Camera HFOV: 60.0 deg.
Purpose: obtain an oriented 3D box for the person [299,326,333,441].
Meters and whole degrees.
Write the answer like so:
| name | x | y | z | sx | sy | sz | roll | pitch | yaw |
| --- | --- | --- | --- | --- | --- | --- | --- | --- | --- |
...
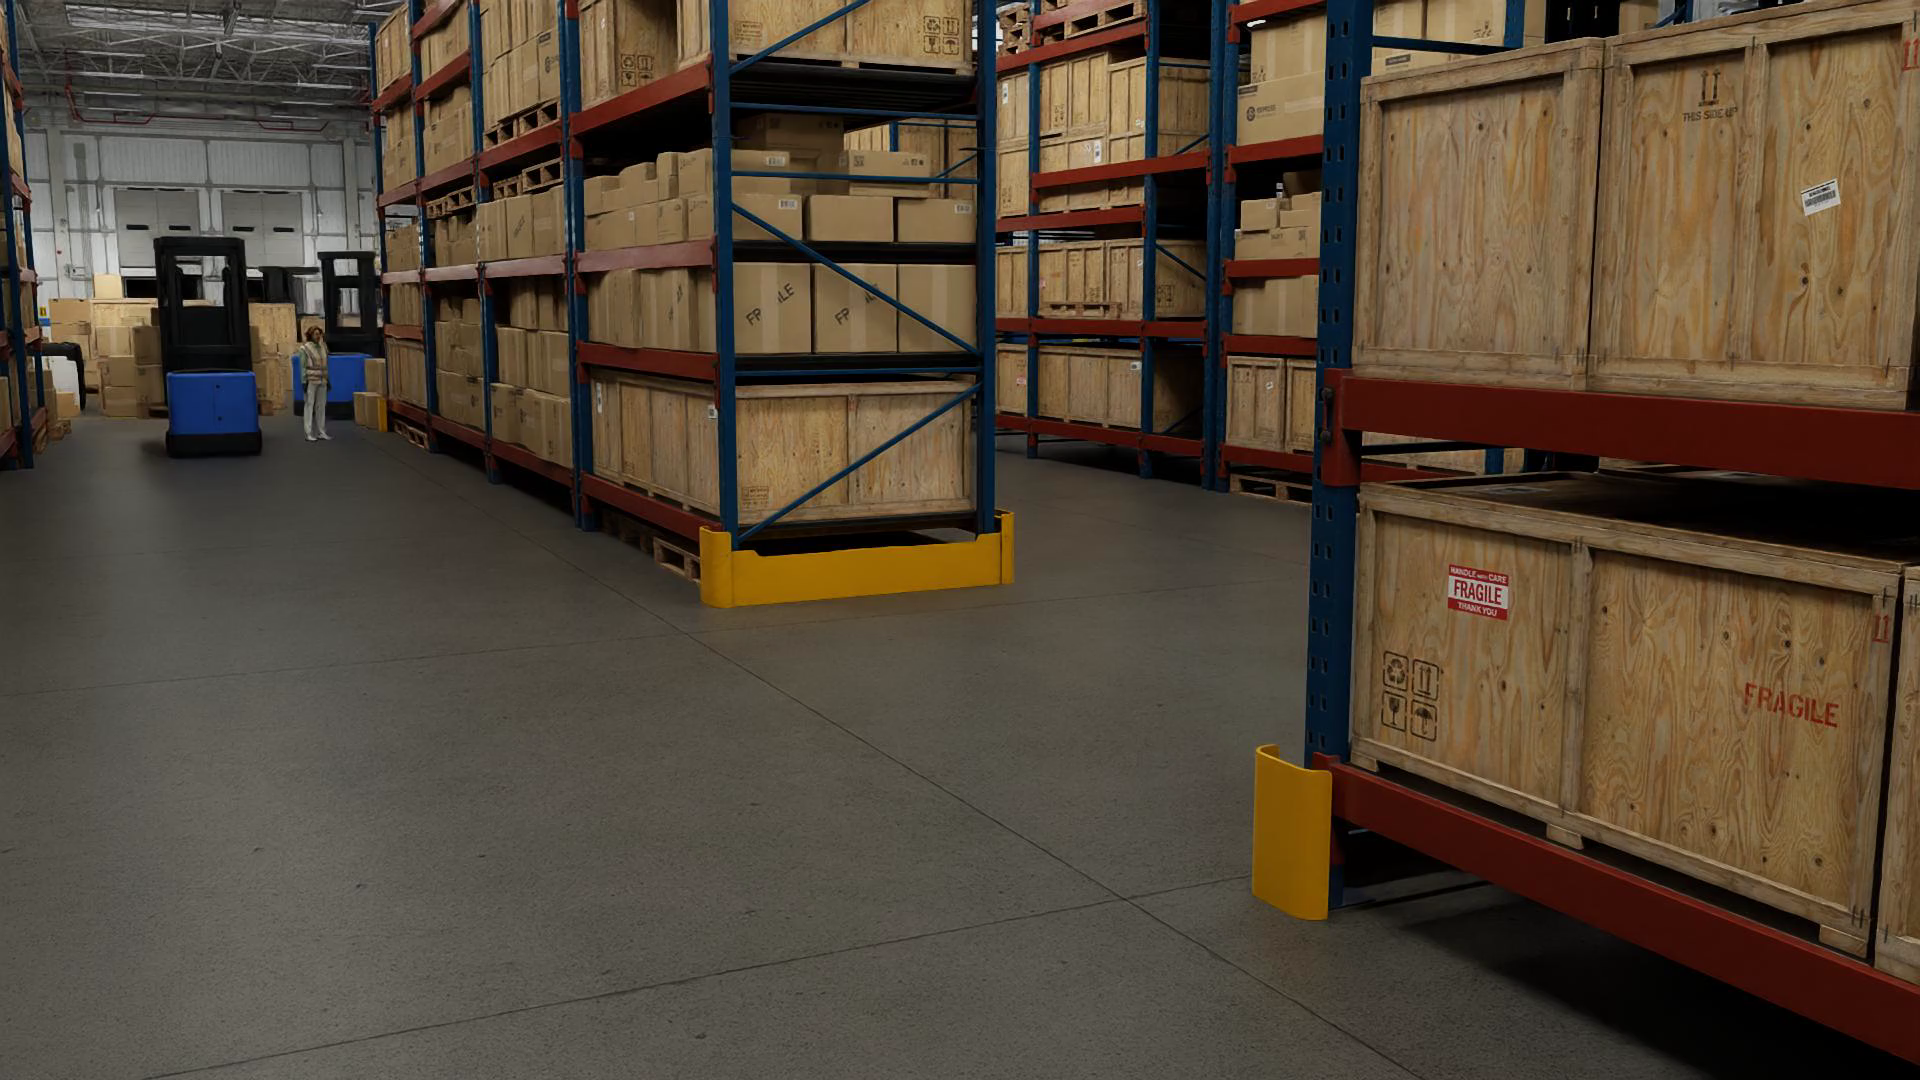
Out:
| name | x | y | z | sx | sy | sz | roll | pitch | yaw |
| --- | --- | --- | --- | --- | --- | --- | --- | --- | --- |
| person | -9.177 | -2.225 | 23.690 | 0.310 | 1.638 | 0.522 | 4 | 9 | 24 |

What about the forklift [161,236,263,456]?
| name | x | y | z | sx | sy | sz | roll | pitch | yaw |
| --- | --- | --- | --- | --- | --- | --- | --- | --- | --- |
| forklift | -9.821 | -2.553 | 21.696 | 1.129 | 2.768 | 1.873 | -4 | 9 | -26 |

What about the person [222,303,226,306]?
| name | x | y | z | sx | sy | sz | roll | pitch | yaw |
| --- | --- | --- | --- | --- | --- | --- | --- | --- | --- |
| person | -20.536 | -5.713 | 46.815 | 0.669 | 1.932 | 0.509 | 5 | 10 | 32 |

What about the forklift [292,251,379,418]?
| name | x | y | z | sx | sy | sz | roll | pitch | yaw |
| --- | --- | --- | --- | --- | --- | --- | --- | --- | --- |
| forklift | -10.400 | -3.519 | 28.352 | 1.129 | 2.768 | 1.873 | 3 | 9 | 19 |

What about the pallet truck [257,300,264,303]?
| name | x | y | z | sx | sy | sz | roll | pitch | yaw |
| --- | --- | --- | --- | --- | --- | --- | --- | --- | --- |
| pallet truck | -23.913 | -7.404 | 58.171 | 1.885 | 1.965 | 0.823 | -1 | 8 | -9 |

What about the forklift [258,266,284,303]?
| name | x | y | z | sx | sy | sz | roll | pitch | yaw |
| --- | --- | --- | --- | --- | --- | --- | --- | --- | --- |
| forklift | -17.061 | -5.406 | 41.365 | 1.873 | 2.768 | 1.129 | -6 | 10 | -34 |
